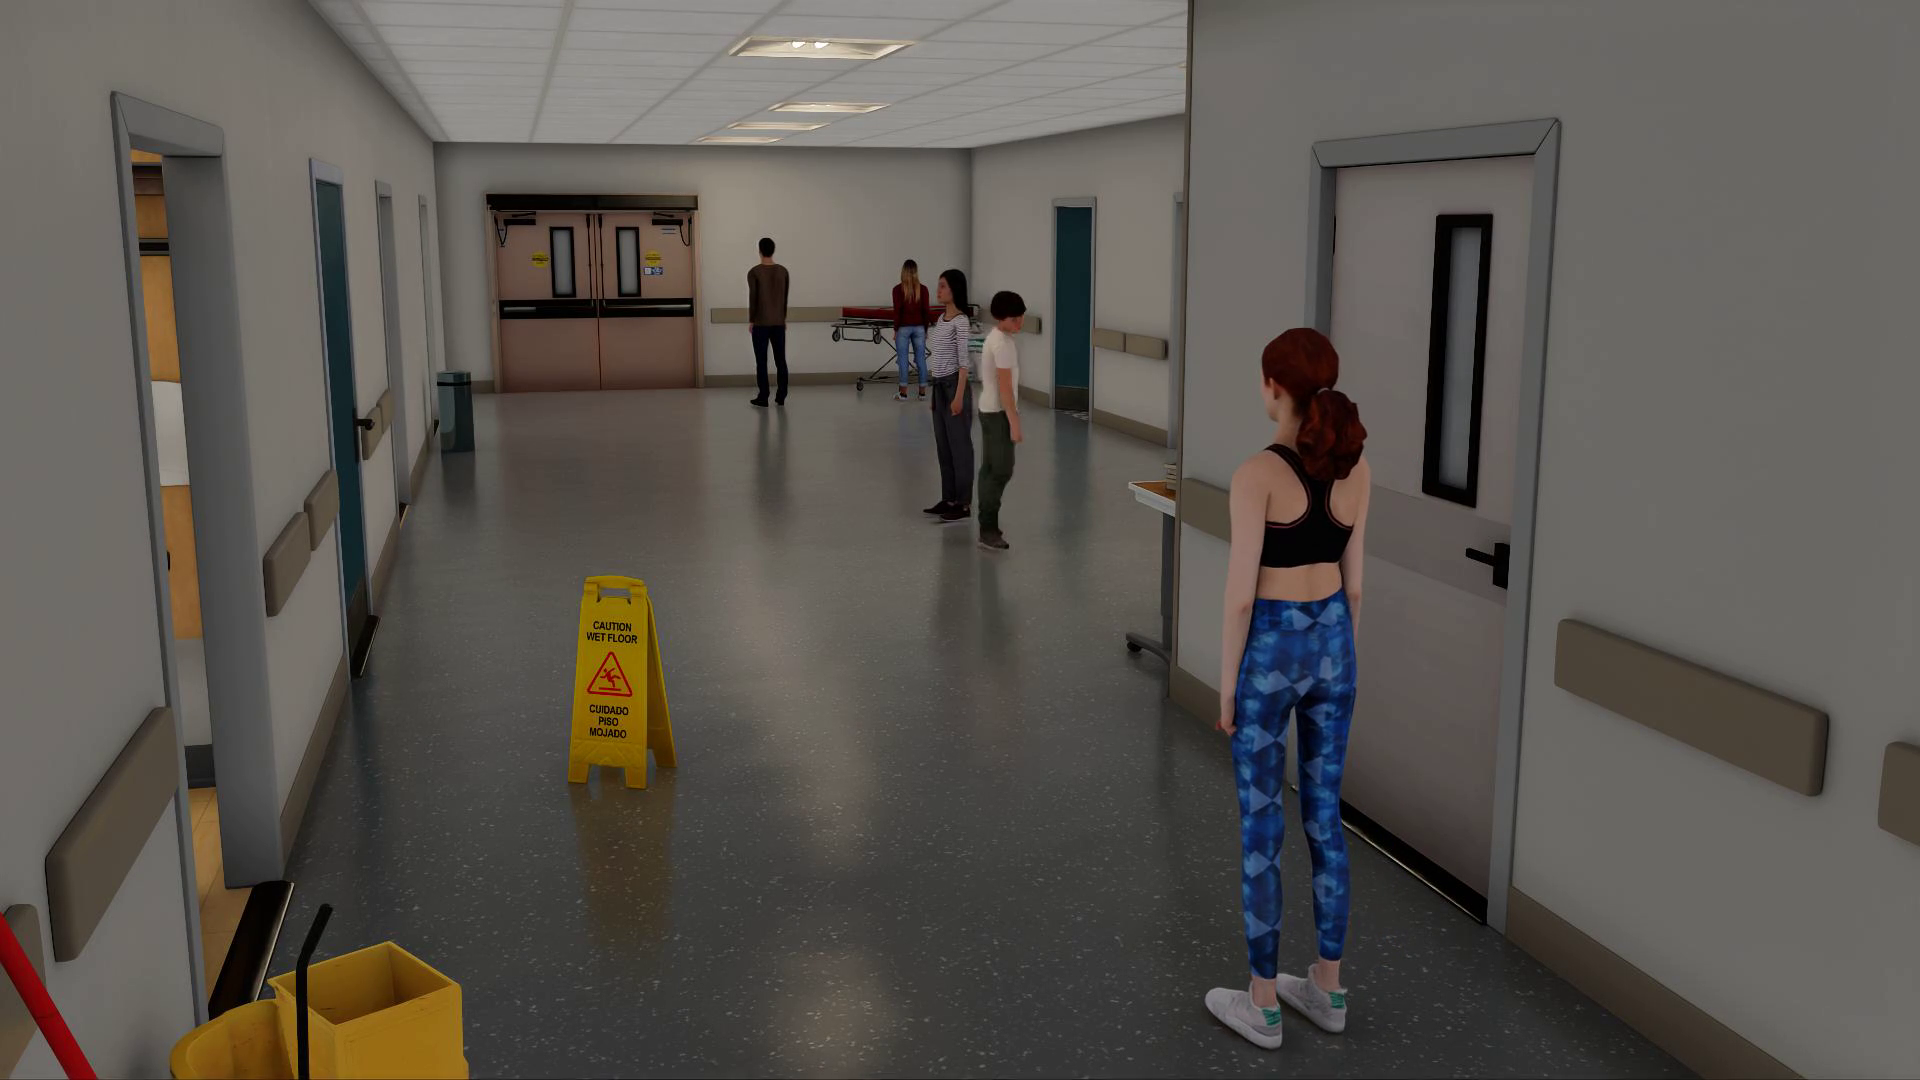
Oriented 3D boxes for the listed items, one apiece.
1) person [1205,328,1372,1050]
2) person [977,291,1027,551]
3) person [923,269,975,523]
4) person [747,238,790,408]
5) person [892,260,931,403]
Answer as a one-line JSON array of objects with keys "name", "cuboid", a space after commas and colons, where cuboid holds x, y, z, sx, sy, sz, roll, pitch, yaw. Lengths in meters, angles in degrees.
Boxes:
[{"name": "person", "cuboid": [0.833, 0.369, 4.137, 0.565, 1.785, 0.589, -4, 11, -20]}, {"name": "person", "cuboid": [0.221, -0.770, 10.568, 0.833, 1.625, 0.543, -3, 11, -18]}, {"name": "person", "cuboid": [-0.046, -1.002, 11.497, 0.693, 1.736, 0.512, -5, 12, -25]}, {"name": "person", "cuboid": [-2.161, -2.467, 18.805, 0.719, 1.889, 0.685, -7, 13, -33]}, {"name": "person", "cuboid": [-0.579, -2.441, 19.346, 0.628, 1.635, 0.559, -4, 12, -22]}]
